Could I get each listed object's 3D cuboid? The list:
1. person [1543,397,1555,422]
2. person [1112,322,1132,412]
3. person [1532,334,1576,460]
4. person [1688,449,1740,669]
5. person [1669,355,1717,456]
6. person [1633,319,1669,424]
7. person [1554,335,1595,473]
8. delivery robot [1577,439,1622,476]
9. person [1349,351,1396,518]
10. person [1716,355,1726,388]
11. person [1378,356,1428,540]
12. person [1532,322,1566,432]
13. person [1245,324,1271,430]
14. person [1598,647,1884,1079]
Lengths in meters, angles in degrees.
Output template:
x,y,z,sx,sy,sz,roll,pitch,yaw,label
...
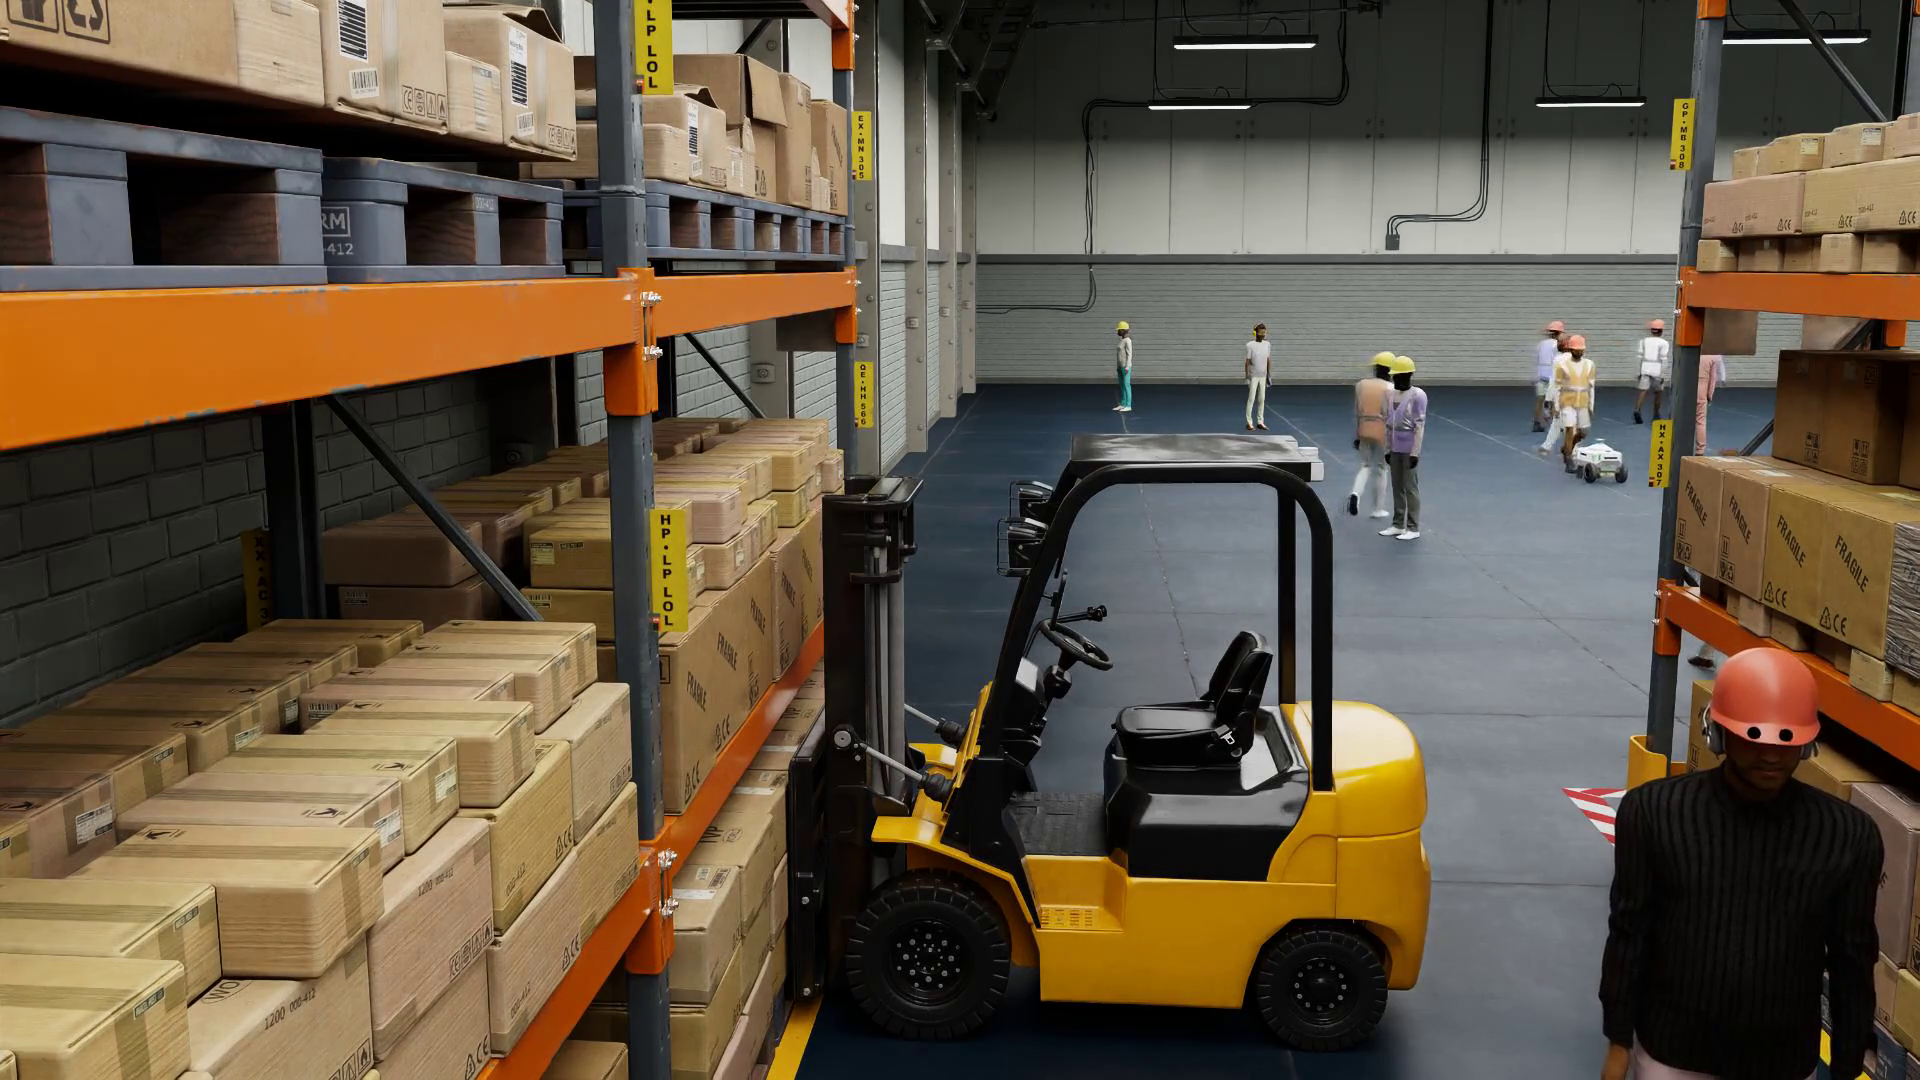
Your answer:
x,y,z,sx,sy,sz,roll,pitch,yaw,label
10.919,-2.974,30.549,0.561,1.613,0.353,-4,10,-22,person
3.206,-3.410,32.739,0.310,1.768,0.533,-3,10,-16,person
8.840,-2.130,24.709,0.606,1.850,0.869,-8,12,-40,person
5.325,0.172,11.522,0.505,1.608,0.765,-2,10,-11,person
10.899,-2.169,24.801,0.644,1.904,0.399,1,9,5,person
12.535,-3.055,30.185,0.555,1.909,0.884,9,13,44,person
8.501,-1.892,23.074,0.556,1.917,0.601,0,9,-1,person
8.499,-1.098,22.106,0.477,0.478,0.707,0,9,-3,delivery robot
4.671,-1.173,18.762,0.607,1.905,0.580,9,13,42,person
12.882,-2.813,28.911,0.730,1.852,1.002,2,10,12,person
4.646,-0.967,17.466,0.389,1.923,0.588,-4,10,-22,person
10.247,-2.807,28.690,0.902,1.888,0.568,-5,11,-27,person
5.199,-2.835,28.978,0.520,1.865,0.314,-4,10,-25,person
1.863,1.222,4.020,0.605,1.986,0.402,3,10,19,person
